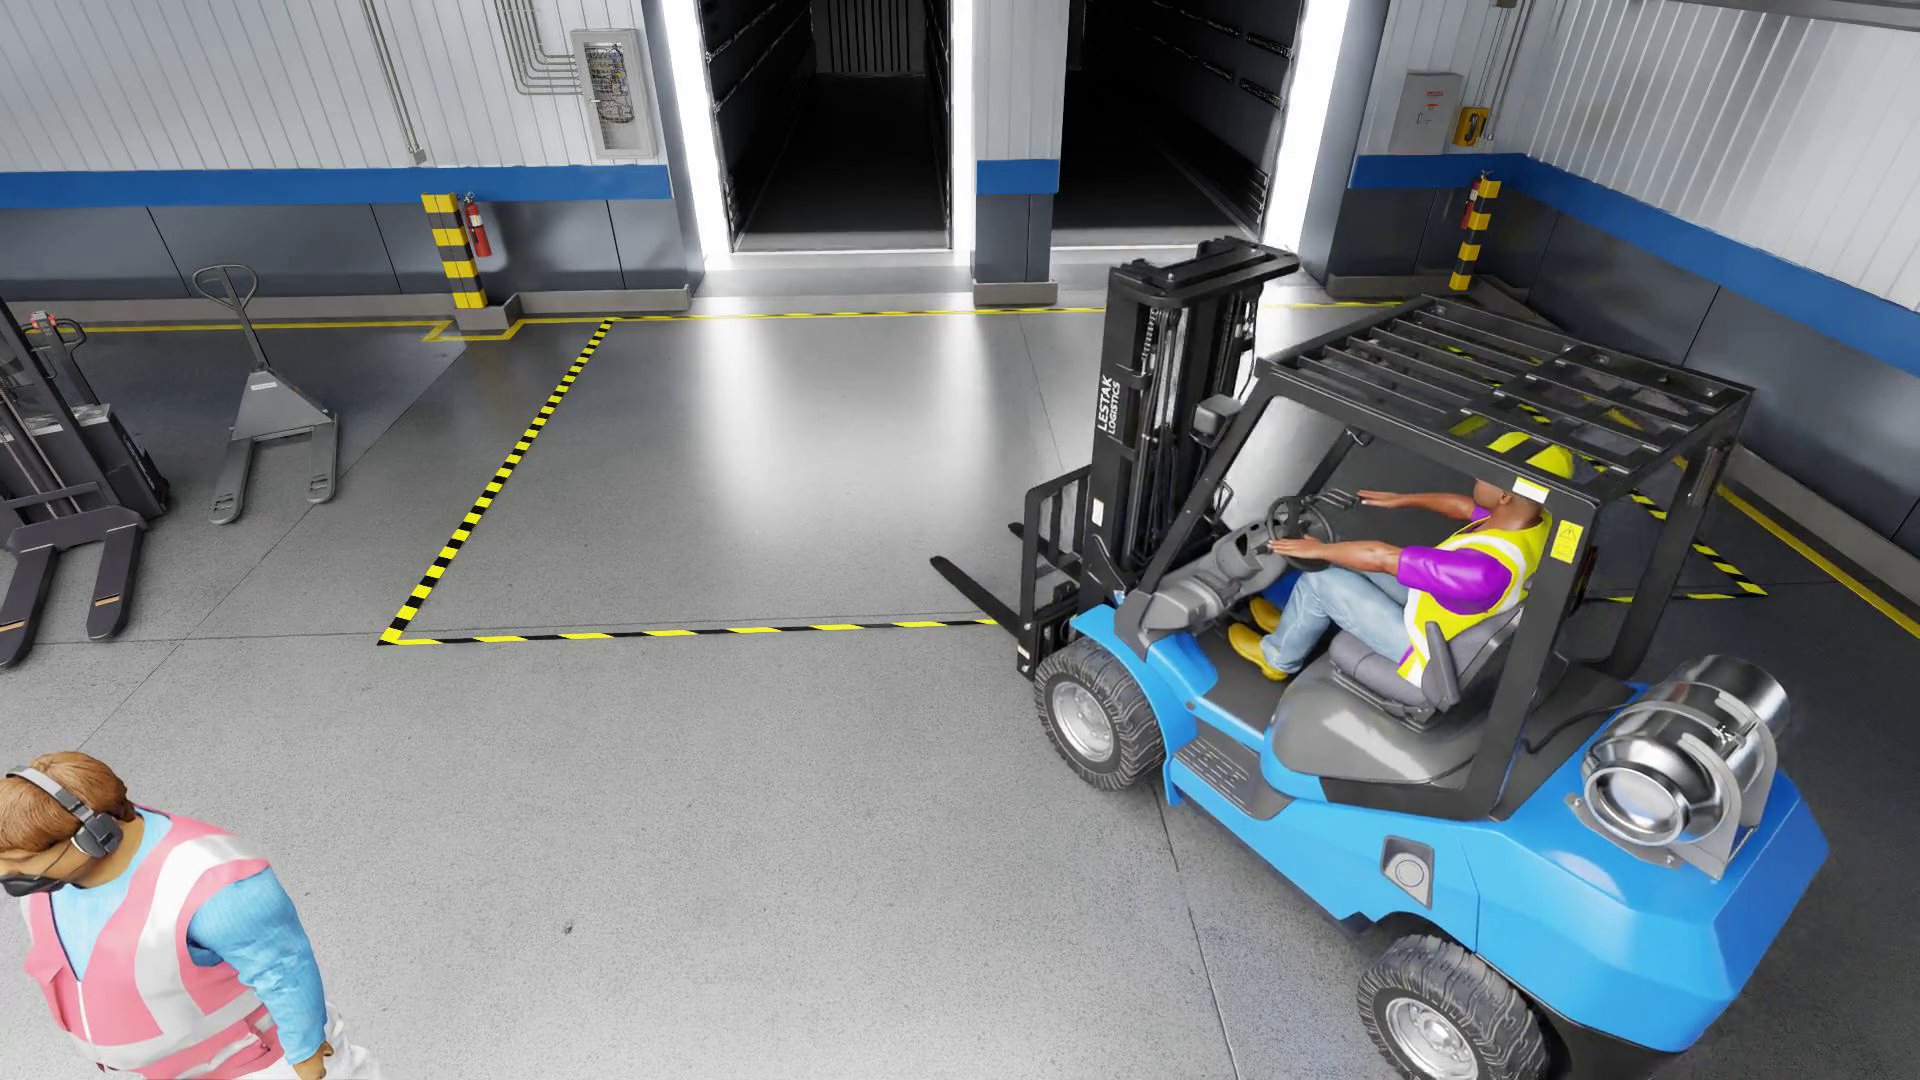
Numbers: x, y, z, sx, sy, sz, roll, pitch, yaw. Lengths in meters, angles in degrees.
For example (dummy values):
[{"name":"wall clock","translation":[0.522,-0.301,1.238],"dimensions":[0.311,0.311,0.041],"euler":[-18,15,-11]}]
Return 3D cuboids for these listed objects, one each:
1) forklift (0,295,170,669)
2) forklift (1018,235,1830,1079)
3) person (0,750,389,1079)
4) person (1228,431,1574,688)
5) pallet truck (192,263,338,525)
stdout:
[{"name":"forklift","translation":[-5.212,-0.618,4.878],"dimensions":[0.823,1.965,1.885],"euler":[-20,39,-26]},{"name":"forklift","translation":[1.522,0.254,3.315],"dimensions":[1.157,2.036,2.680],"euler":[-23,41,-30]},{"name":"person","translation":[-1.893,1.230,2.358],"dimensions":[0.626,1.844,0.429],"euler":[7,35,10]},{"name":"person","translation":[1.492,0.070,3.251],"dimensions":[0.635,1.294,1.004],"euler":[-23,41,-30]},{"name":"pallet truck","translation":[-4.778,-1.027,6.128],"dimensions":[0.680,1.201,1.601],"euler":[-17,38,-23]}]
